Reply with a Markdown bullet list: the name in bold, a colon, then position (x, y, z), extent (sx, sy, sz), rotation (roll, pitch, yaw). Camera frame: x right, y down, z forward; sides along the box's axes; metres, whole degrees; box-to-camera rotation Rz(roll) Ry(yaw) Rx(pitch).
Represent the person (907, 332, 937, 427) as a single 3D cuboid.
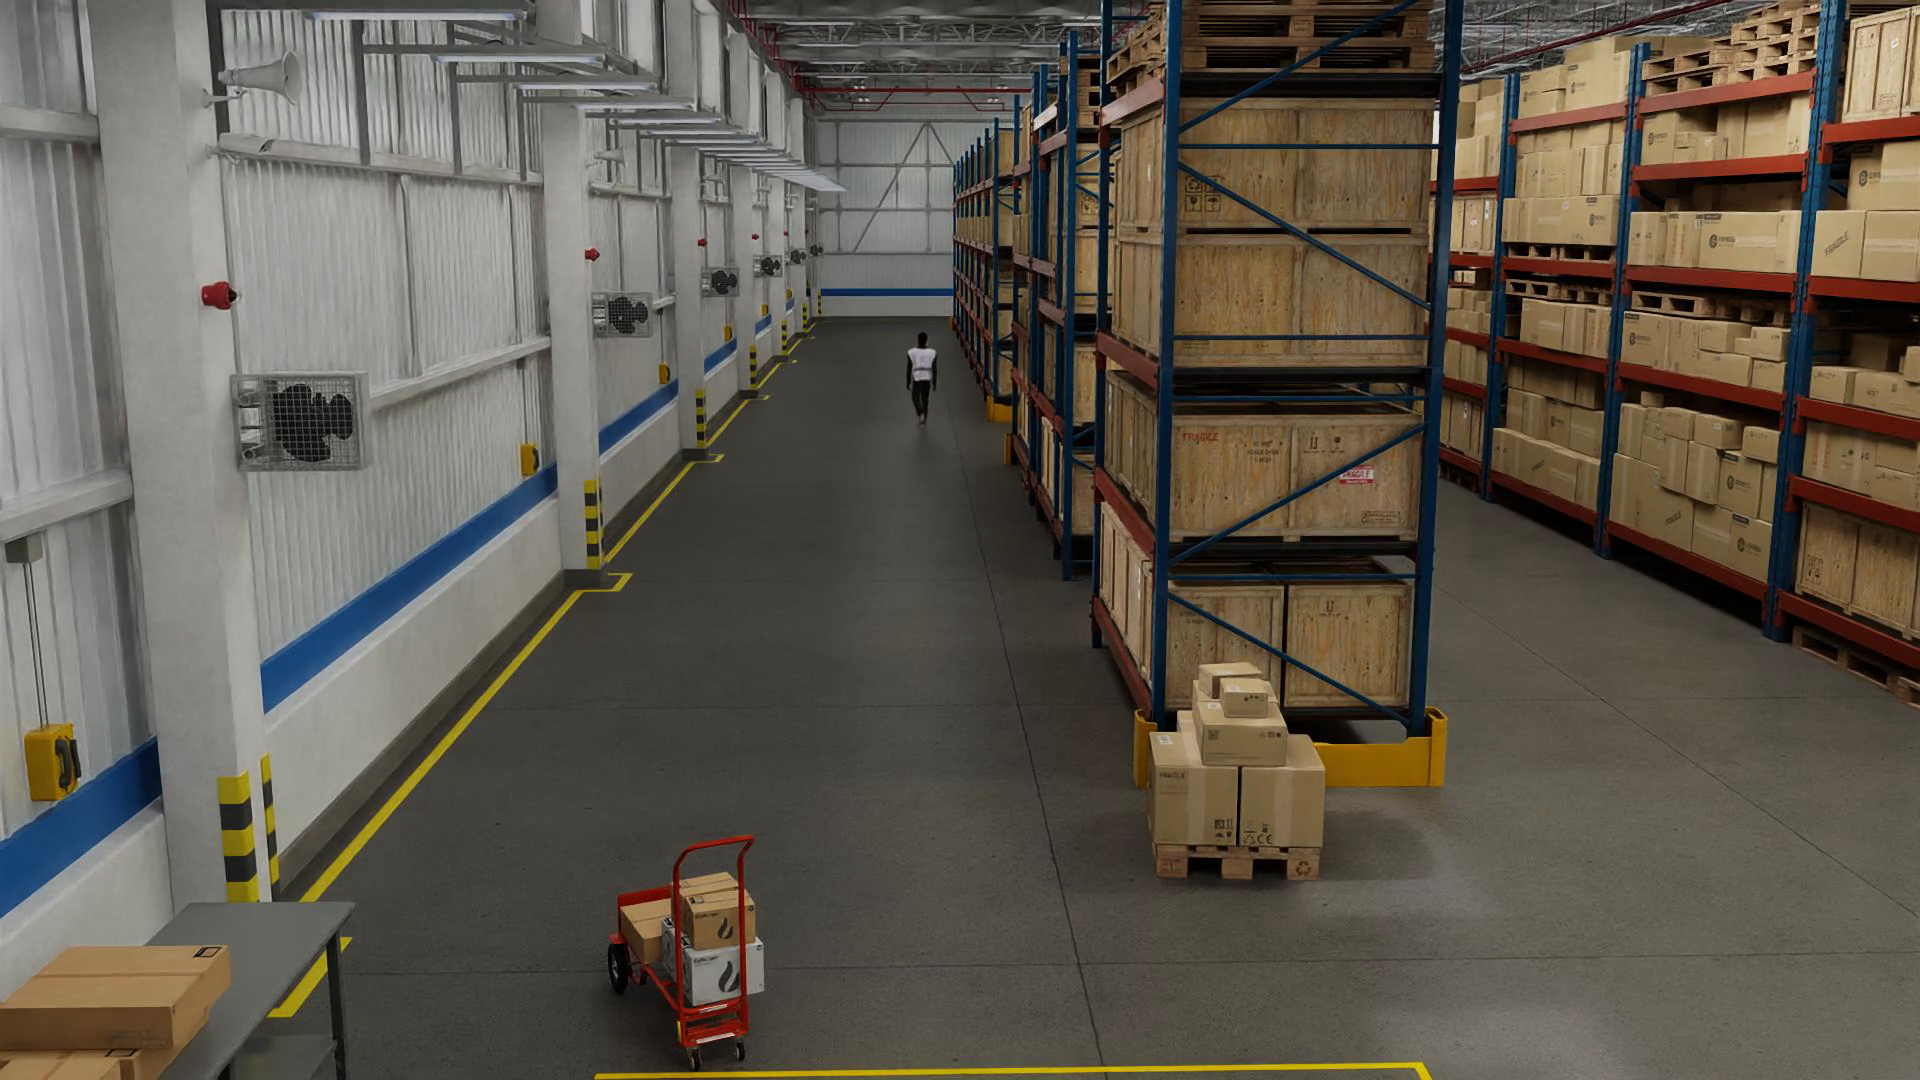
- **person**: position (-0.748, -3.161, 32.850), extent (0.612, 1.899, 0.461), rotation (-2, 11, -13)
